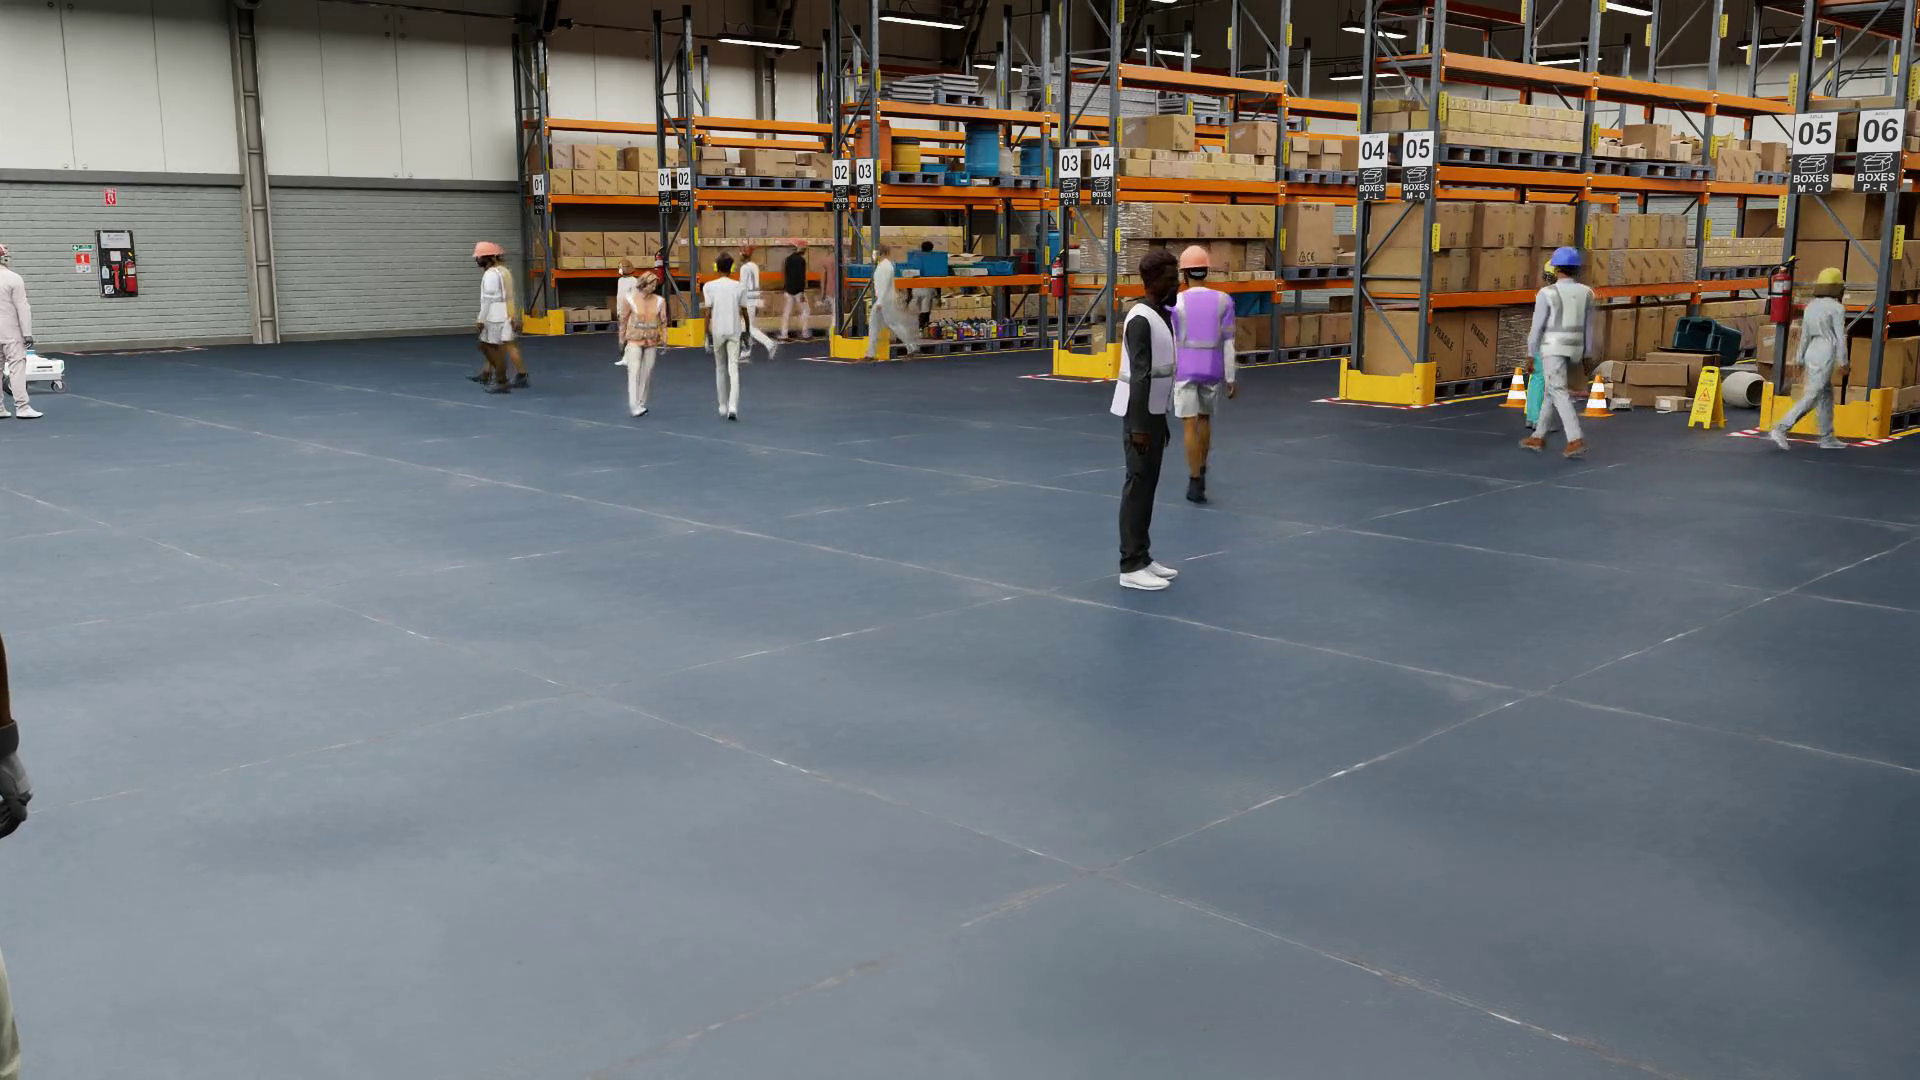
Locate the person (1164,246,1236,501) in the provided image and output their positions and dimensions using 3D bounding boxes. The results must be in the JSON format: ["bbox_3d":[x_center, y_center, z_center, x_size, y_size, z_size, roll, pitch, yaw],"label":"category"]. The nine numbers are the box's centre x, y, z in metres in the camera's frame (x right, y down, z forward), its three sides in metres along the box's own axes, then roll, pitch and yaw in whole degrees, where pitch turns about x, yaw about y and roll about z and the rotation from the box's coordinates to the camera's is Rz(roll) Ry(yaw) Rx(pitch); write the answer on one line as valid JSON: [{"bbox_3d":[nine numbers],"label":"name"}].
[{"bbox_3d":[1.785,-1.284,12.772,0.584,1.909,0.759,-1,10,-7],"label":"person"}]

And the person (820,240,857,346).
[{"bbox_3d":[-2.191,-4.535,30.434,0.628,1.936,1.028,5,11,25],"label":"person"}]

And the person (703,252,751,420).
[{"bbox_3d":[-2.560,-2.255,18.361,0.525,1.823,1.017,-2,11,-12],"label":"person"}]

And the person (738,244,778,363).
[{"bbox_3d":[-3.241,-3.721,26.217,0.737,1.866,0.584,2,11,9],"label":"person"}]

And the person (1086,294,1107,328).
[{"bbox_3d":[3.074,-5.567,36.412,0.600,1.807,0.728,9,14,40],"label":"person"}]

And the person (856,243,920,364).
[{"bbox_3d":[-1.127,-3.735,26.244,1.000,1.891,0.663,-3,11,-14],"label":"person"}]

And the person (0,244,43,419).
[{"bbox_3d":[-10.466,-2.283,18.243,0.651,1.906,0.403,1,10,6],"label":"person"}]

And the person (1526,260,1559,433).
[{"bbox_3d":[6.040,-1.998,17.100,0.328,1.760,0.524,2,10,8],"label":"person"}]

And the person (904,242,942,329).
[{"bbox_3d":[-0.603,-4.378,29.750,0.631,1.887,1.133,8,13,37],"label":"person"}]

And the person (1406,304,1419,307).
[{"bbox_3d":[6.778,-3.437,24.570,0.802,1.900,0.589,-10,14,-44],"label":"person"}]

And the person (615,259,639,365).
[{"bbox_3d":[-5.137,-3.508,25.668,0.497,1.633,0.285,10,14,43],"label":"person"}]

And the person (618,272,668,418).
[{"bbox_3d":[-3.481,-2.146,18.337,0.526,1.590,0.764,-6,12,-30],"label":"person"}]

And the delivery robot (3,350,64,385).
[{"bbox_3d":[-11.857,-2.185,21.258,0.707,0.478,0.477,-7,12,-34],"label":"delivery robot"}]

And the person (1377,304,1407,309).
[{"bbox_3d":[6.693,-3.583,25.511,0.626,1.843,0.430,6,12,29],"label":"person"}]

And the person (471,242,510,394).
[{"bbox_3d":[-5.982,-2.830,21.206,0.426,1.920,0.543,-3,11,-16],"label":"person"}]

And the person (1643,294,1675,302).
[{"bbox_3d":[12.483,-4.358,29.895,0.985,1.793,0.639,-8,13,-39],"label":"person"}]

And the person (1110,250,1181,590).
[{"bbox_3d":[1.077,-0.699,9.571,0.391,1.919,0.590,3,11,18],"label":"person"}]

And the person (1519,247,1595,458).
[{"bbox_3d":[5.499,-1.724,15.217,0.619,1.904,0.979,-4,11,-21],"label":"person"}]

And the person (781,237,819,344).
[{"bbox_3d":[-2.974,-4.609,30.782,0.878,1.945,0.758,-8,13,-37],"label":"person"}]

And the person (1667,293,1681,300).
[{"bbox_3d":[14.829,-5.310,34.696,0.545,1.929,0.389,-2,11,-10],"label":"person"}]

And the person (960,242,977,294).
[{"bbox_3d":[0.157,-5.842,37.803,0.389,1.849,0.566,-9,14,-42],"label":"person"}]

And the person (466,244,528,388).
[{"bbox_3d":[-6.163,-2.950,21.947,0.927,1.879,0.545,0,10,-2],"label":"person"}]

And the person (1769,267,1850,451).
[{"bbox_3d":[8.011,-1.695,15.582,0.830,1.710,0.486,-1,10,-7],"label":"person"}]
